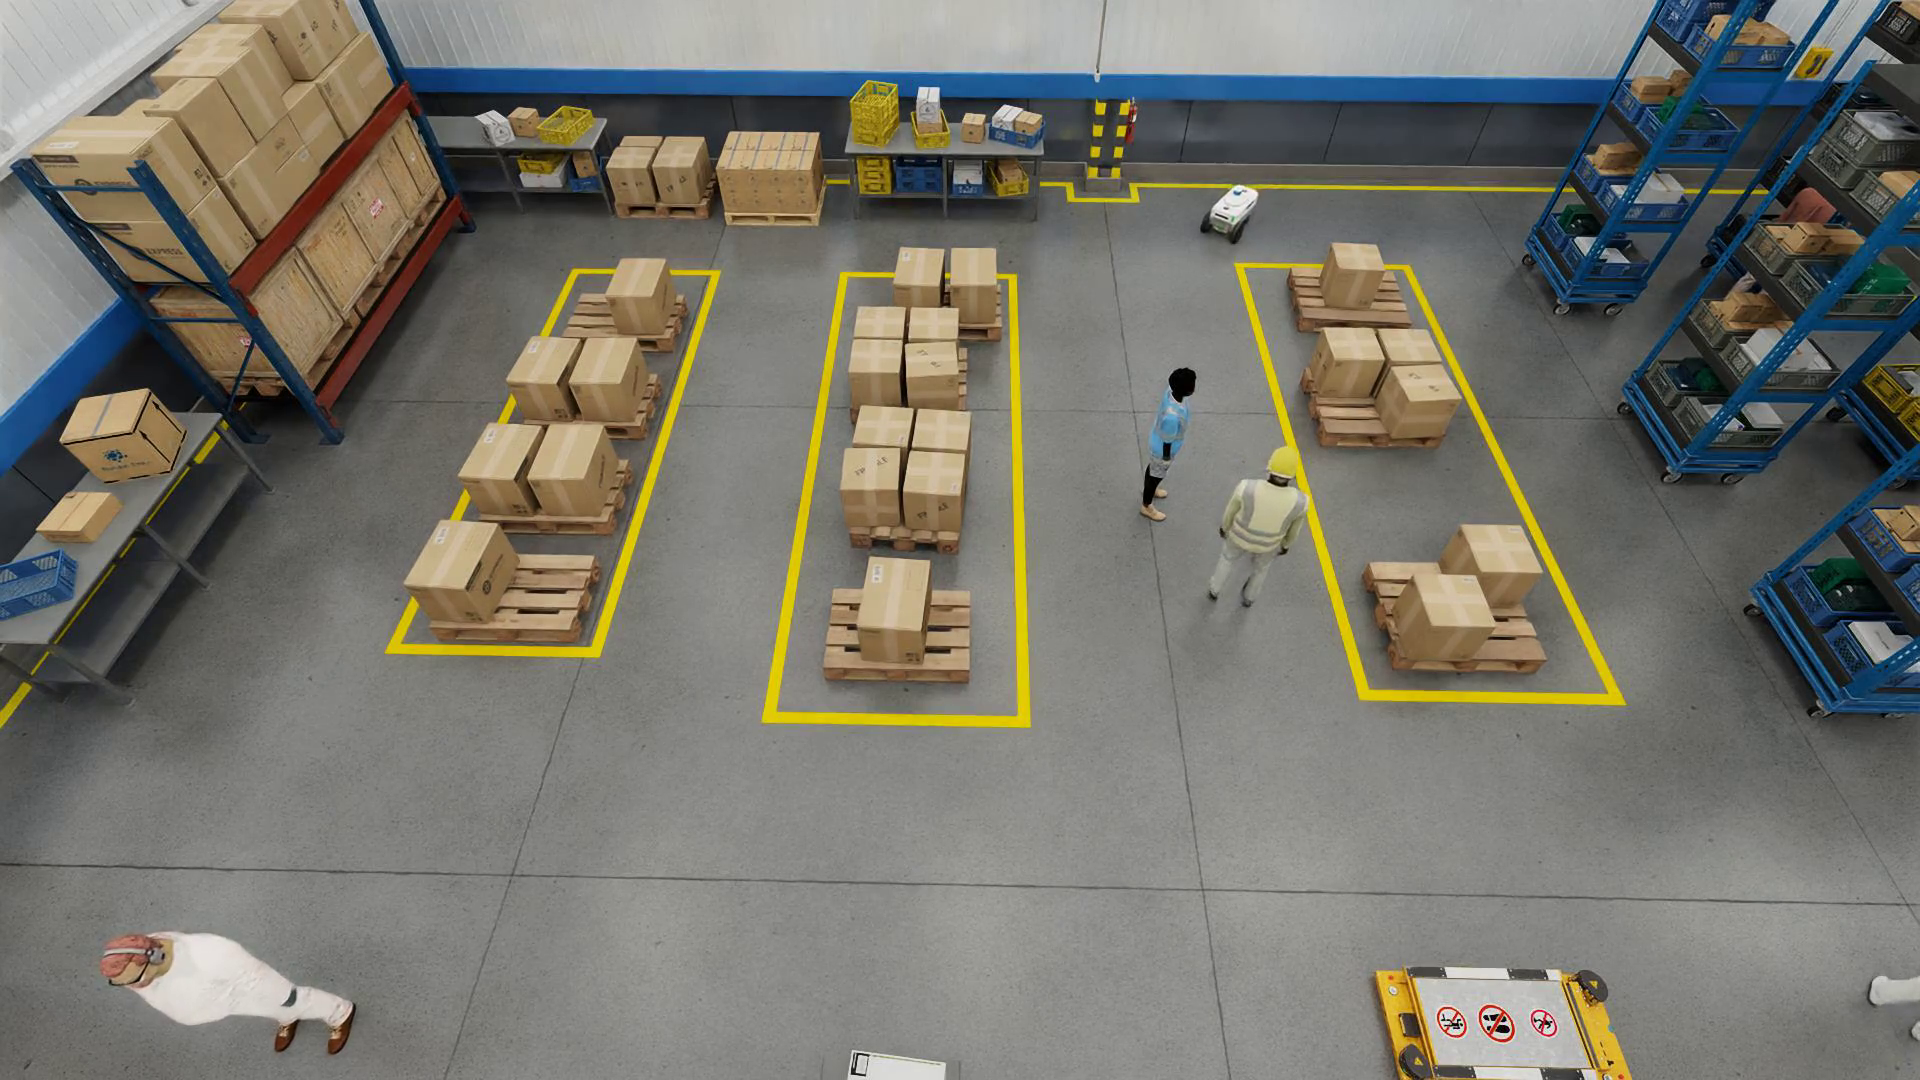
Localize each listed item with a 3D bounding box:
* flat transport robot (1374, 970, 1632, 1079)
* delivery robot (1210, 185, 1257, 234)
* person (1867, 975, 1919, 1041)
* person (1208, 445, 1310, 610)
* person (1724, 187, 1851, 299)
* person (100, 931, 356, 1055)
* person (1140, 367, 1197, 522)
[{"bbox_3d":[3.501,3.133,5.914,1.431,0.197,0.652,1,51,1],"label":"flat transport robot"},{"bbox_3d":[3.496,-4.257,11.698,0.477,0.478,0.707,30,57,22],"label":"delivery robot"},{"bbox_3d":[6.230,2.662,5.427,0.357,1.630,0.542,-32,58,-23],"label":"person"},{"bbox_3d":[2.441,-0.061,7.530,0.594,1.823,0.418,10,52,8],"label":"person"},{"bbox_3d":[9.012,-3.128,9.926,0.411,1.980,0.625,-19,53,-15],"label":"person"},{"bbox_3d":[-4.205,2.625,5.290,0.651,1.900,0.398,3,51,2],"label":"person"},{"bbox_3d":[1.868,-0.875,8.267,0.316,1.696,0.541,10,51,8],"label":"person"}]
